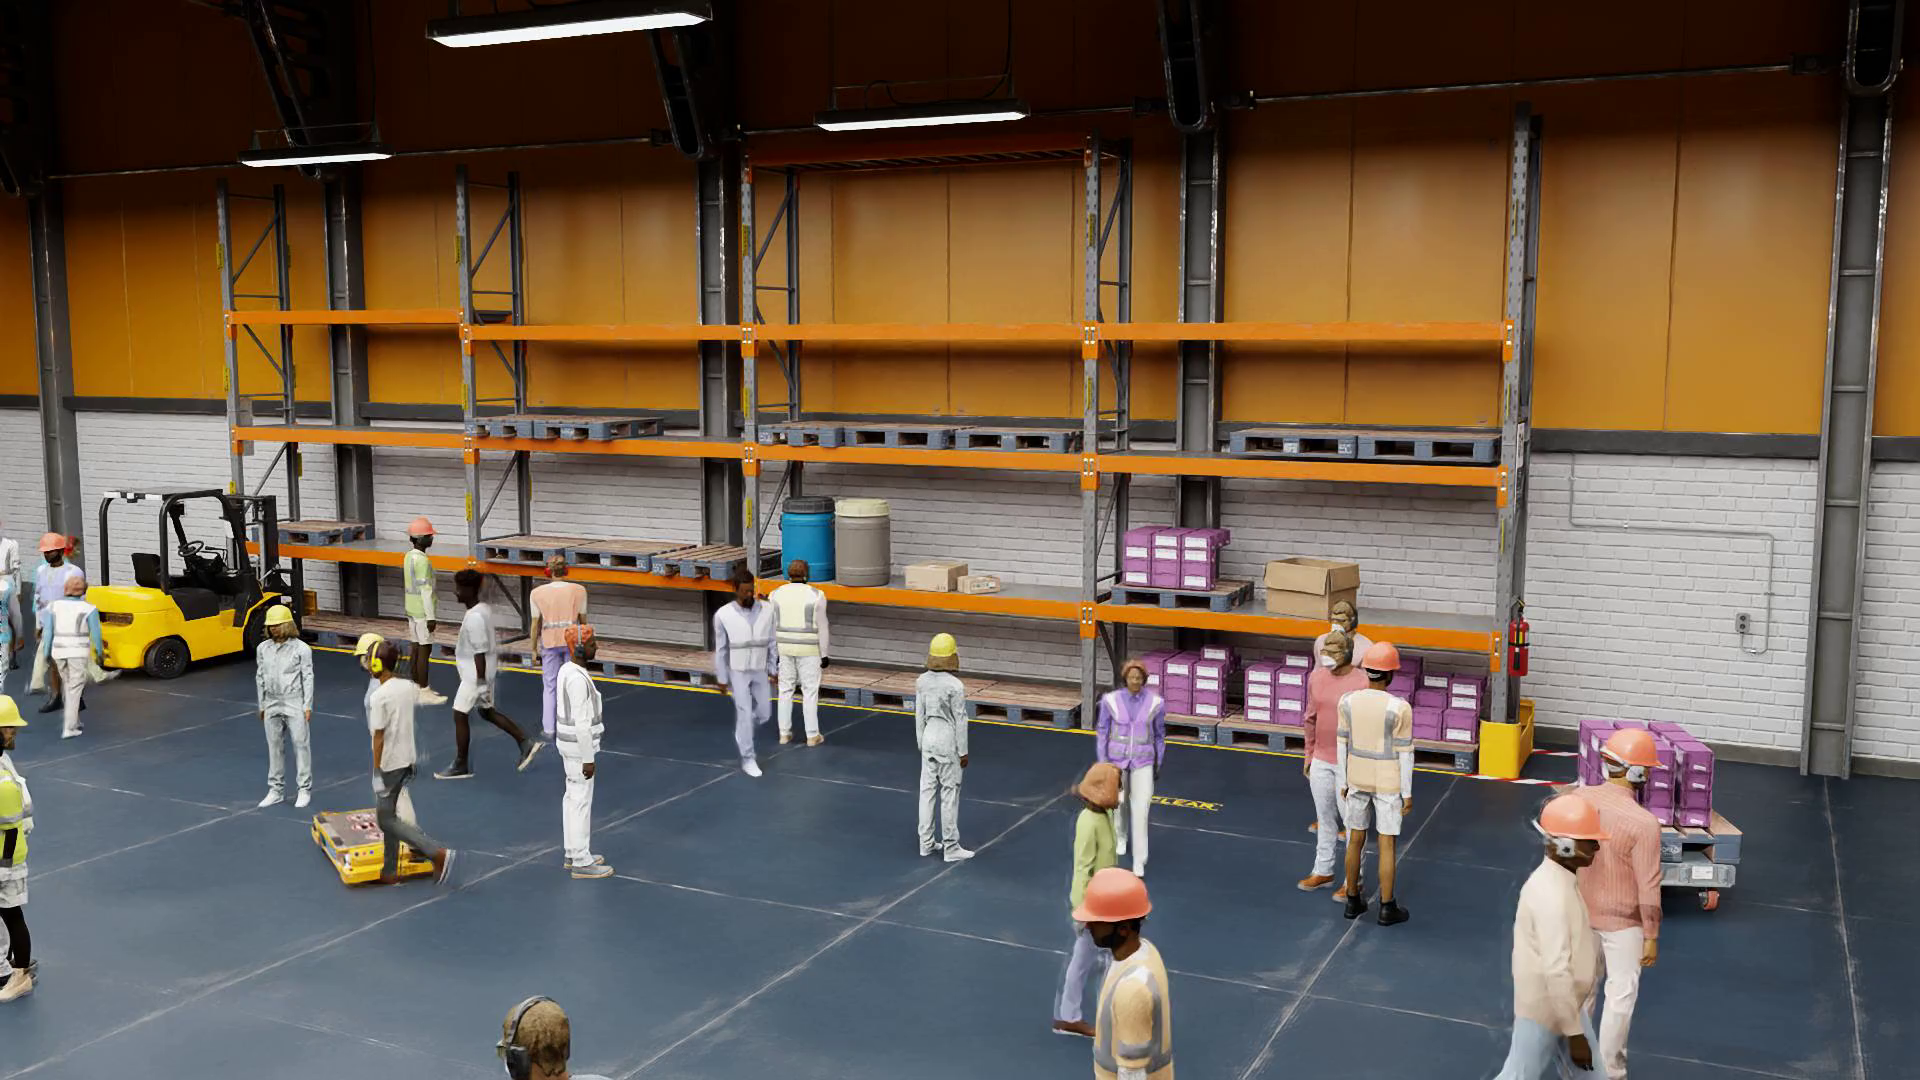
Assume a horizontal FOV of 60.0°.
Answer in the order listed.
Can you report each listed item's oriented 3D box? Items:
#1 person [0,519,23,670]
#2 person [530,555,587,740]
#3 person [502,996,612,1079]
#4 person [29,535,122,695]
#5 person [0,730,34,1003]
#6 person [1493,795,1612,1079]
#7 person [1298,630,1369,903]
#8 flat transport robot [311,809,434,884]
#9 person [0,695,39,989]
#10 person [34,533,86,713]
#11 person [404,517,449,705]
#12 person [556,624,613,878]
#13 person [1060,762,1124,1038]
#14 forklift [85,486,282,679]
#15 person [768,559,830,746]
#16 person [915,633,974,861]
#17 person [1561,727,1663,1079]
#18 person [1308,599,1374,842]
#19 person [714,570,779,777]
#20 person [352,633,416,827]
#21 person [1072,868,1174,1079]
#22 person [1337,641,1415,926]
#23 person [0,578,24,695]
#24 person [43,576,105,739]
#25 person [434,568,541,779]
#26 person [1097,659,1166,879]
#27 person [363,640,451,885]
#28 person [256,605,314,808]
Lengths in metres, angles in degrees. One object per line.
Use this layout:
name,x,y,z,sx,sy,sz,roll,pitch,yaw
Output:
person,-11.557,0.610,19.937,0.553,1.935,0.362,-4,8,-28
person,-3.982,1.072,16.550,0.563,1.835,0.383,-3,8,-24
person,-1.301,2.393,5.278,0.386,1.928,0.636,3,8,27
person,-10.046,0.837,18.741,0.651,1.767,0.985,6,9,42
person,-5.822,1.929,10.032,0.530,1.696,0.321,6,9,41
person,2.653,2.106,7.573,1.029,1.949,0.614,4,8,29
person,2.698,1.590,11.833,0.352,1.937,0.635,-5,9,-37
flat transport robot,-4.515,2.305,12.764,0.652,0.197,1.431,-4,8,-31
person,-5.900,1.850,10.199,0.403,1.817,0.605,-4,8,-32
person,-9.586,0.882,17.688,0.551,1.937,0.357,1,7,7
person,-5.846,0.775,18.132,0.366,2.048,0.607,-5,8,-33
person,-2.806,1.557,12.339,0.352,1.883,0.579,-3,7,-22
person,0.853,2.048,9.364,0.658,1.606,0.526,2,7,16
forklift,-9.426,0.454,20.179,1.214,2.155,2.313,3,8,26
person,-1.567,1.099,16.345,0.638,1.838,0.431,2,7,18
person,-0.120,1.577,12.741,0.492,1.744,0.293,6,9,41
person,3.421,1.952,8.682,0.403,1.983,0.627,-3,7,-22
person,3.057,1.425,13.255,0.365,1.932,0.631,-5,9,-36
person,-1.970,1.197,15.253,0.608,1.896,0.526,-5,8,-34
person,-4.405,1.576,12.733,0.429,1.745,0.540,-2,7,-17
person,0.650,2.235,6.605,0.420,1.925,0.559,1,7,10
person,2.839,1.650,11.342,0.545,1.938,0.362,5,9,38
person,-9.838,1.014,16.799,0.613,1.902,1.016,-2,7,-19
person,-8.862,1.156,16.701,0.528,1.618,0.610,0,7,4
person,-4.310,1.198,15.109,0.867,1.938,0.609,-1,7,-7
person,1.294,1.676,12.554,0.508,1.593,0.897,1,7,8
person,-4.024,1.628,11.990,0.689,1.837,0.529,1,7,11
person,-5.735,1.410,14.125,0.487,1.744,0.313,1,7,5
